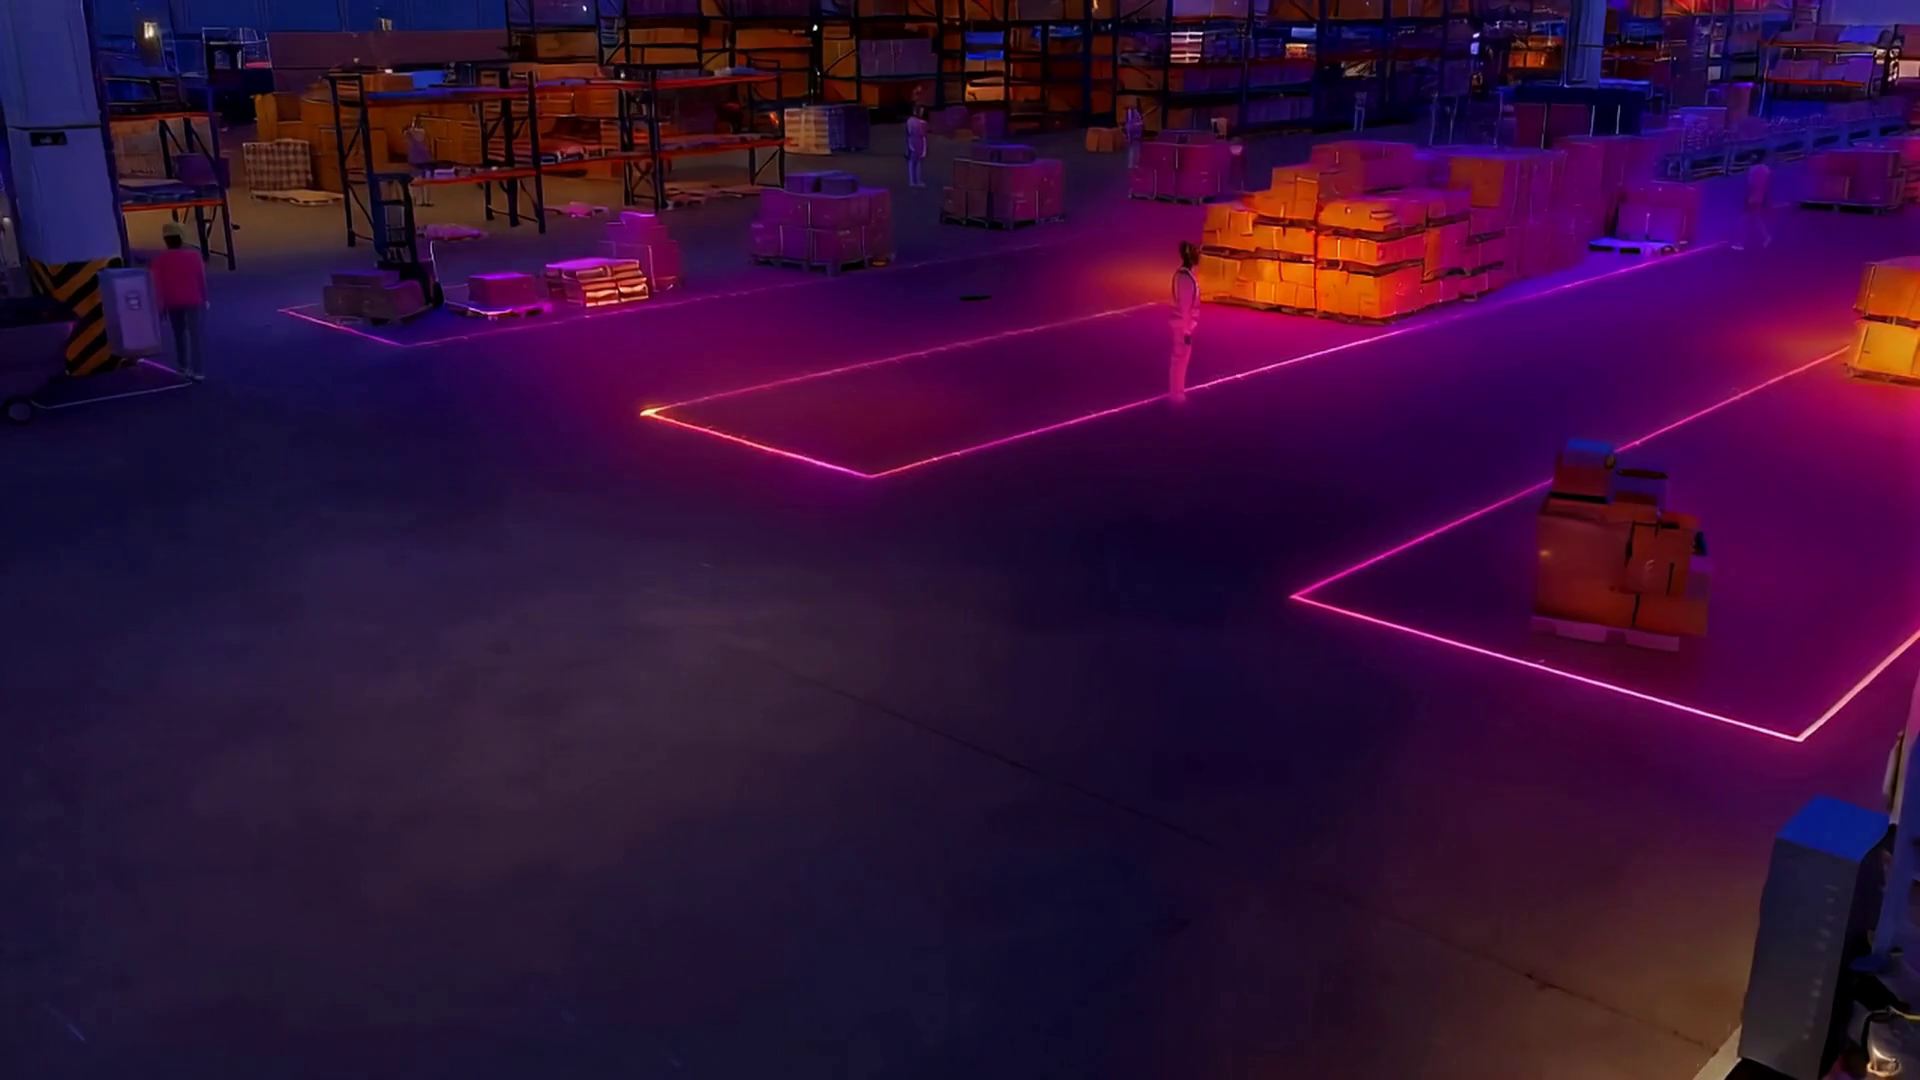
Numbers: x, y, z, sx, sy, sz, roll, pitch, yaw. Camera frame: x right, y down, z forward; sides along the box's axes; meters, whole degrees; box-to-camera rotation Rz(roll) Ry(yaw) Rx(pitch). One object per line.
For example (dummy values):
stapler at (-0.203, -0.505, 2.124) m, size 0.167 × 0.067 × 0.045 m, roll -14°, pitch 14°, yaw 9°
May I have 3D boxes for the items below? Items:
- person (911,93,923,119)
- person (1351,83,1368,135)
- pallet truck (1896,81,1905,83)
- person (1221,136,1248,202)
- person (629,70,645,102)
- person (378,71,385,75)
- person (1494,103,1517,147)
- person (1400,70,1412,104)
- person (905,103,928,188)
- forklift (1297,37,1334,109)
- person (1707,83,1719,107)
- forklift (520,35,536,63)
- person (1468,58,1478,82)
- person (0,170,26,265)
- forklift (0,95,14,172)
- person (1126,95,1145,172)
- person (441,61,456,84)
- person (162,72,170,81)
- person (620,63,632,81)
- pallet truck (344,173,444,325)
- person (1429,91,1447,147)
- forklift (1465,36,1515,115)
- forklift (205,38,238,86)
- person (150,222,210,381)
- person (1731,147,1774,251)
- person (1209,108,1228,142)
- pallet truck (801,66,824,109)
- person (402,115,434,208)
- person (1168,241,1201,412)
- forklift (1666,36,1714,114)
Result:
person at (-1.226, -11.840, 47.318) m, size 0.323 × 1.688 × 0.531 m, roll 8°, pitch 20°, yaw 23°
person at (12.868, -13.900, 53.604) m, size 0.523 × 1.636 × 0.310 m, roll 3°, pitch 19°, yaw 10°
pallet truck at (34.802, -16.331, 61.455) m, size 0.653 × 1.274 × 1.630 m, roll 17°, pitch 25°, yaw 41°
person at (5.068, -6.546, 31.005) m, size 0.657 × 1.914 × 0.583 m, roll -8°, pitch 20°, yaw -22°
person at (-10.898, -14.845, 56.033) m, size 0.591 × 1.913 × 0.398 m, roll -15°, pitch 23°, yaw -38°
person at (-19.608, -15.019, 56.670) m, size 0.428 × 1.838 × 0.628 m, roll 7°, pitch 20°, yaw 20°
person at (13.066, -9.485, 39.853) m, size 0.577 × 1.921 × 0.401 m, roll -6°, pitch 19°, yaw -17°
person at (16.787, -16.829, 62.451) m, size 0.506 × 1.611 × 0.688 m, roll -14°, pitch 23°, yaw -36°
person at (-1.025, -9.338, 39.367) m, size 0.606 × 1.958 × 0.378 m, roll 11°, pitch 21°, yaw 30°
forklift at (13.182, -16.850, 60.548) m, size 1.129 × 2.768 × 1.873 m, roll 17°, pitch 25°, yaw 41°
person at (24.118, -13.806, 53.347) m, size 0.287 × 1.626 × 0.497 m, roll -4°, pitch 19°, yaw -12°
forklift at (-16.455, -17.891, 63.685) m, size 1.873 × 2.768 × 1.129 m, roll 0°, pitch 18°, yaw -1°
person at (21.568, -19.369, 69.897) m, size 0.543 × 1.750 × 0.367 m, roll 14°, pitch 23°, yaw 35°
person at (-14.080, -4.468, 24.556) m, size 0.535 × 2.000 × 0.685 m, roll -8°, pitch 20°, yaw -23°
forklift at (-24.269, -10.815, 42.365) m, size 1.129 × 2.768 × 1.873 m, roll 17°, pitch 25°, yaw 41°
person at (4.518, -10.426, 42.693) m, size 0.541 × 1.930 × 0.385 m, roll -10°, pitch 21°, yaw -28°
person at (-19.096, -16.934, 62.311) m, size 0.563 × 1.920 × 0.464 m, roll -5°, pitch 19°, yaw -14°
person at (-25.962, -14.357, 54.540) m, size 0.657 × 1.918 × 0.485 m, roll -7°, pitch 19°, yaw -19°
person at (-12.022, -16.124, 59.759) m, size 0.437 × 1.978 × 0.657 m, roll 12°, pitch 22°, yaw 32°
pallet truck at (-8.209, -4.181, 23.757) m, size 0.823 × 1.965 × 1.885 m, roll 3°, pitch 19°, yaw 9°
person at (13.563, -11.821, 47.182) m, size 0.543 × 1.743 × 0.703 m, roll 13°, pitch 22°, yaw 34°
forklift at (19.973, -17.201, 61.605) m, size 1.873 × 2.768 × 1.129 m, roll 16°, pitch 24°, yaw 40°
forklift at (-26.396, -16.579, 59.731) m, size 1.873 × 2.768 × 1.129 m, roll 17°, pitch 25°, yaw 41°
person at (-9.354, -2.874, 20.022) m, size 0.592 × 1.876 × 1.008 m, roll -8°, pitch 20°, yaw -23°
person at (14.225, -6.053, 29.651) m, size 0.507 × 1.848 × 0.721 m, roll -7°, pitch 20°, yaw -21°
person at (6.650, -10.322, 42.889) m, size 0.520 × 1.597 × 0.854 m, roll -1°, pitch 18°, yaw -2°
pallet truck at (-4.812, -15.182, 56.903) m, size 0.823 × 1.965 × 1.885 m, roll -9°, pitch 21°, yaw -26°
person at (-11.655, -8.154, 35.822) m, size 0.372 × 1.940 × 0.632 m, roll 16°, pitch 24°, yaw 40°
person at (2.501, -2.369, 18.478) m, size 0.347 × 1.882 × 0.584 m, roll 0°, pitch 18°, yaw 1°
forklift at (27.341, -17.291, 61.877) m, size 1.129 × 2.768 × 1.873 m, roll 17°, pitch 25°, yaw 41°
